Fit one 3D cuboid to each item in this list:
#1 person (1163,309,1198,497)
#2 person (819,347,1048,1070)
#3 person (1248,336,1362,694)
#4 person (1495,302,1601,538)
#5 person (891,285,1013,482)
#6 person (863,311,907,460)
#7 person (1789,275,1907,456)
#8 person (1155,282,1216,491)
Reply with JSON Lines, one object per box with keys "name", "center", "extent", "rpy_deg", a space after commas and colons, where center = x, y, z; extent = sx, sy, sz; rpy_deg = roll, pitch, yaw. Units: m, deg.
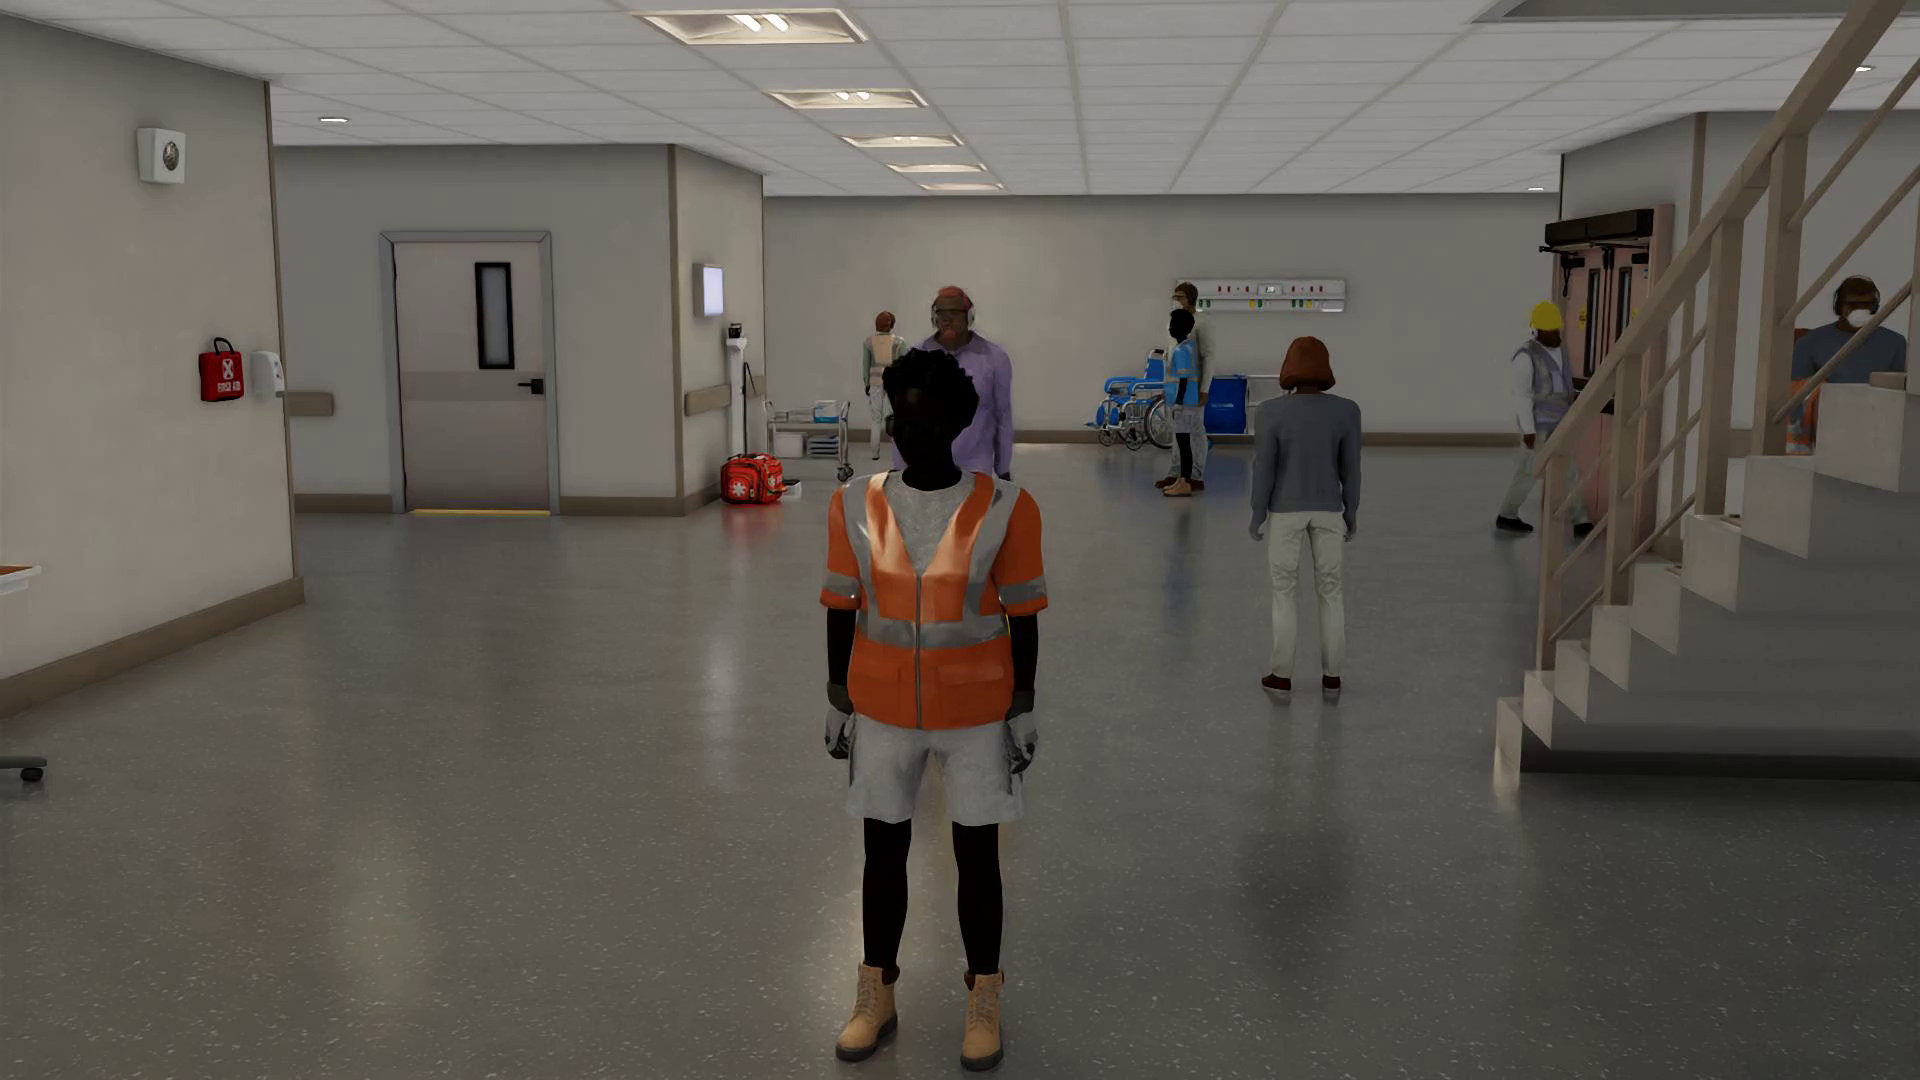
{"name": "person", "center": [1.995, -1.236, 15.034], "extent": [0.318, 1.697, 0.535], "rpy_deg": [1, 8, 8]}
{"name": "person", "center": [-0.069, 0.399, 3.905], "extent": [0.540, 1.697, 0.317], "rpy_deg": [2, 9, 11]}
{"name": "person", "center": [1.570, -0.109, 7.582], "extent": [0.507, 1.631, 0.270], "rpy_deg": [-1, 8, -4]}
{"name": "person", "center": [4.418, -0.896, 12.498], "extent": [0.641, 1.772, 0.825], "rpy_deg": [-6, 10, -36]}
{"name": "person", "center": [-0.035, -0.449, 9.094], "extent": [0.648, 1.878, 0.936], "rpy_deg": [1, 8, 10]}
{"name": "person", "center": [-0.818, -1.695, 18.338], "extent": [0.514, 1.641, 0.309], "rpy_deg": [2, 9, 12]}
{"name": "person", "center": [5.058, -0.538, 9.511], "extent": [0.636, 1.931, 0.377], "rpy_deg": [2, 9, 10]}
{"name": "person", "center": [2.103, -1.419, 15.452], "extent": [0.375, 1.940, 0.627], "rpy_deg": [-5, 10, -32]}
